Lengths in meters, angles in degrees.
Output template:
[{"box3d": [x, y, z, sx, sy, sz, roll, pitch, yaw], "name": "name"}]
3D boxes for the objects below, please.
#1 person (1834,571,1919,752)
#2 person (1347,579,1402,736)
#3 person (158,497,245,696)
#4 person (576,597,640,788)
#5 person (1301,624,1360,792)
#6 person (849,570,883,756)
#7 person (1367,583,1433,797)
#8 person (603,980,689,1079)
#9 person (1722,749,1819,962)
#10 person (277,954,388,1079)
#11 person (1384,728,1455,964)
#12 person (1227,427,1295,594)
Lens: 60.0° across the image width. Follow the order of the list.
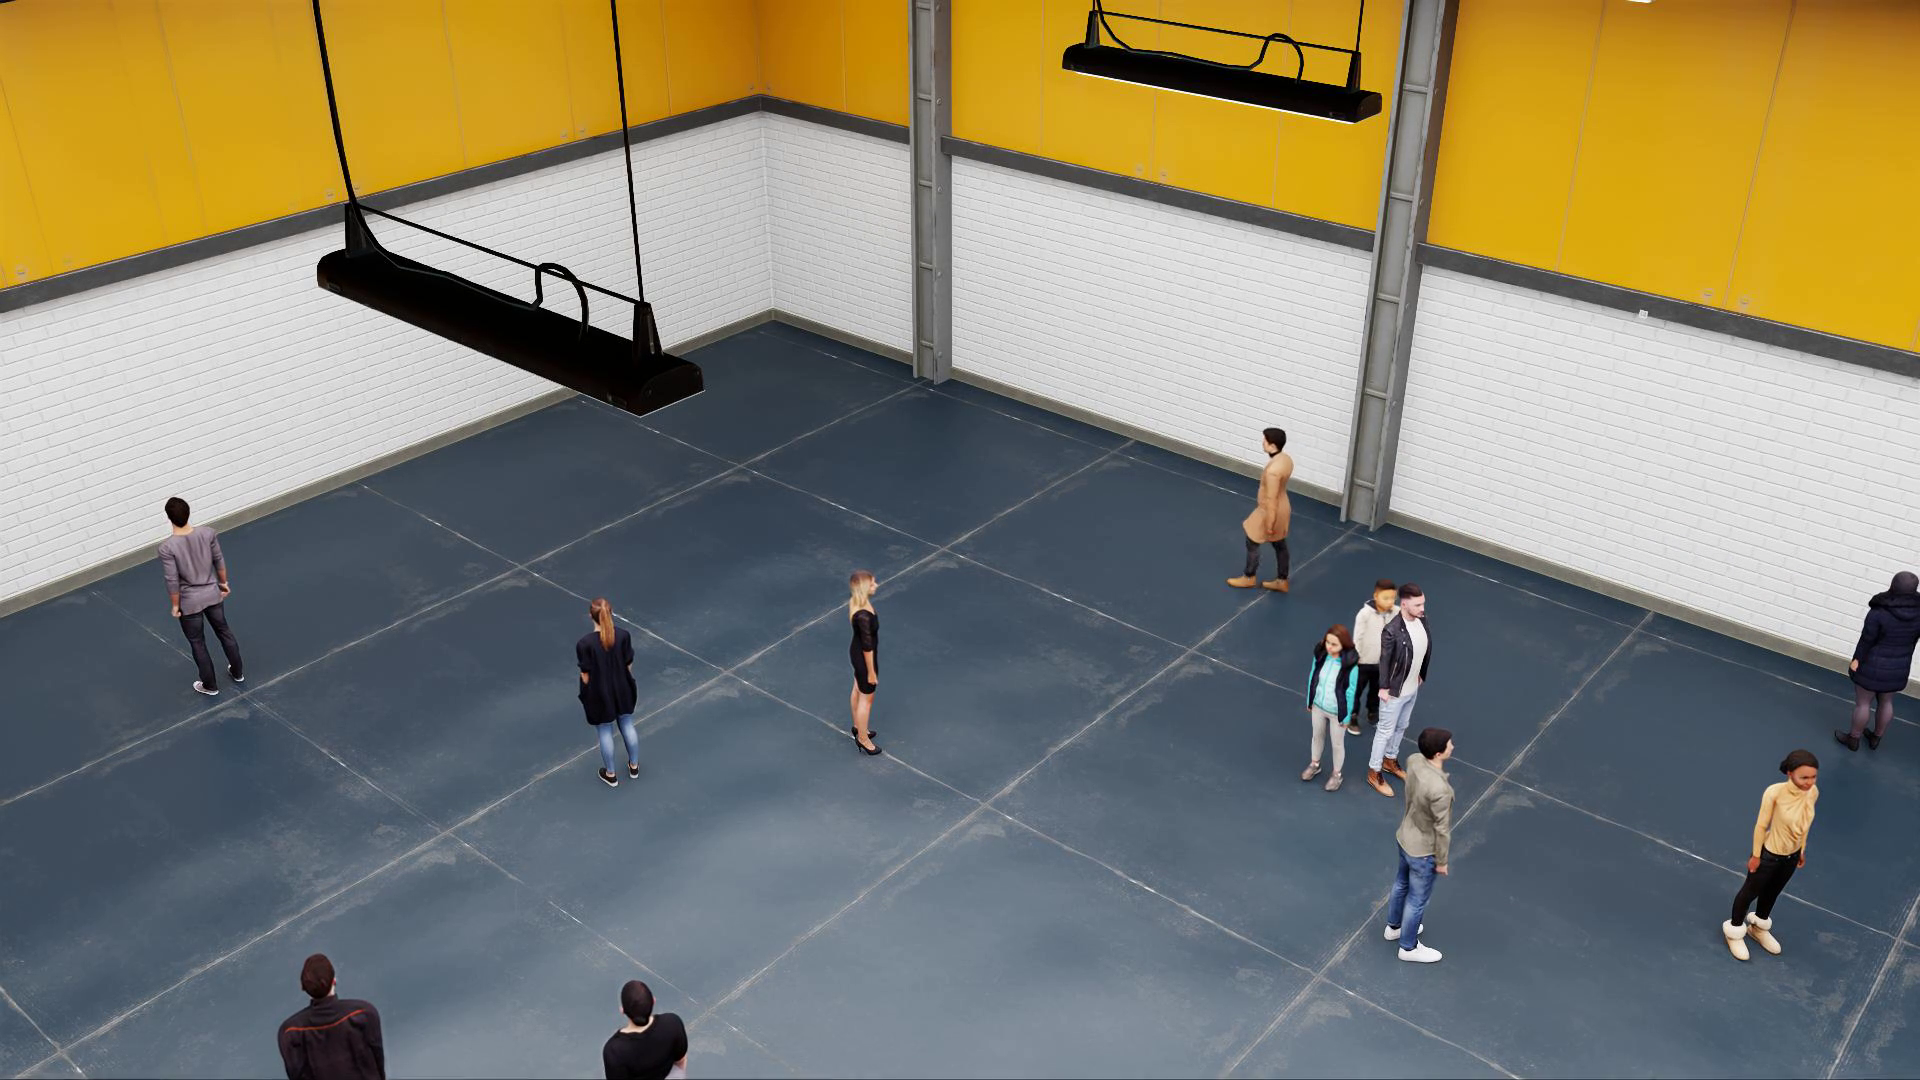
[{"box3d": [7.546, 0.988, 13.586, 0.786, 1.674, 0.850, -2, 29, -3], "name": "person"}, {"box3d": [3.447, 0.950, 13.889, 0.641, 1.451, 0.684, -5, 29, -8], "name": "person"}, {"box3d": [-6.568, 0.470, 14.350, 0.528, 1.853, 0.678, 21, 35, 33], "name": "person"}, {"box3d": [-2.782, 1.196, 13.196, 0.705, 1.683, 0.679, -15, 32, -26], "name": "person"}, {"box3d": [2.955, 1.302, 13.196, 0.498, 1.497, 0.615, 23, 36, 36], "name": "person"}, {"box3d": [-0.783, 0.982, 13.597, 0.676, 1.675, 0.590, -6, 29, -10], "name": "person"}, {"box3d": [3.468, 1.141, 13.136, 0.686, 1.837, 0.588, -23, 36, -36], "name": "person"}, {"box3d": [-1.748, 3.199, 9.444, 0.721, 1.760, 0.691, -20, 34, -32], "name": "person"}, {"box3d": [5.635, 2.144, 11.483, 0.689, 1.660, 0.731, -7, 29, -12], "name": "person"}, {"box3d": [-3.480, 3.122, 9.424, 0.777, 1.914, 0.763, -11, 30, -19], "name": "person"}, {"box3d": [3.152, 2.072, 11.400, 0.849, 1.866, 0.762, -5, 29, -9], "name": "person"}, {"box3d": [3.069, -0.259, 15.838, 0.870, 1.708, 0.750, 16, 32, 26], "name": "person"}]
